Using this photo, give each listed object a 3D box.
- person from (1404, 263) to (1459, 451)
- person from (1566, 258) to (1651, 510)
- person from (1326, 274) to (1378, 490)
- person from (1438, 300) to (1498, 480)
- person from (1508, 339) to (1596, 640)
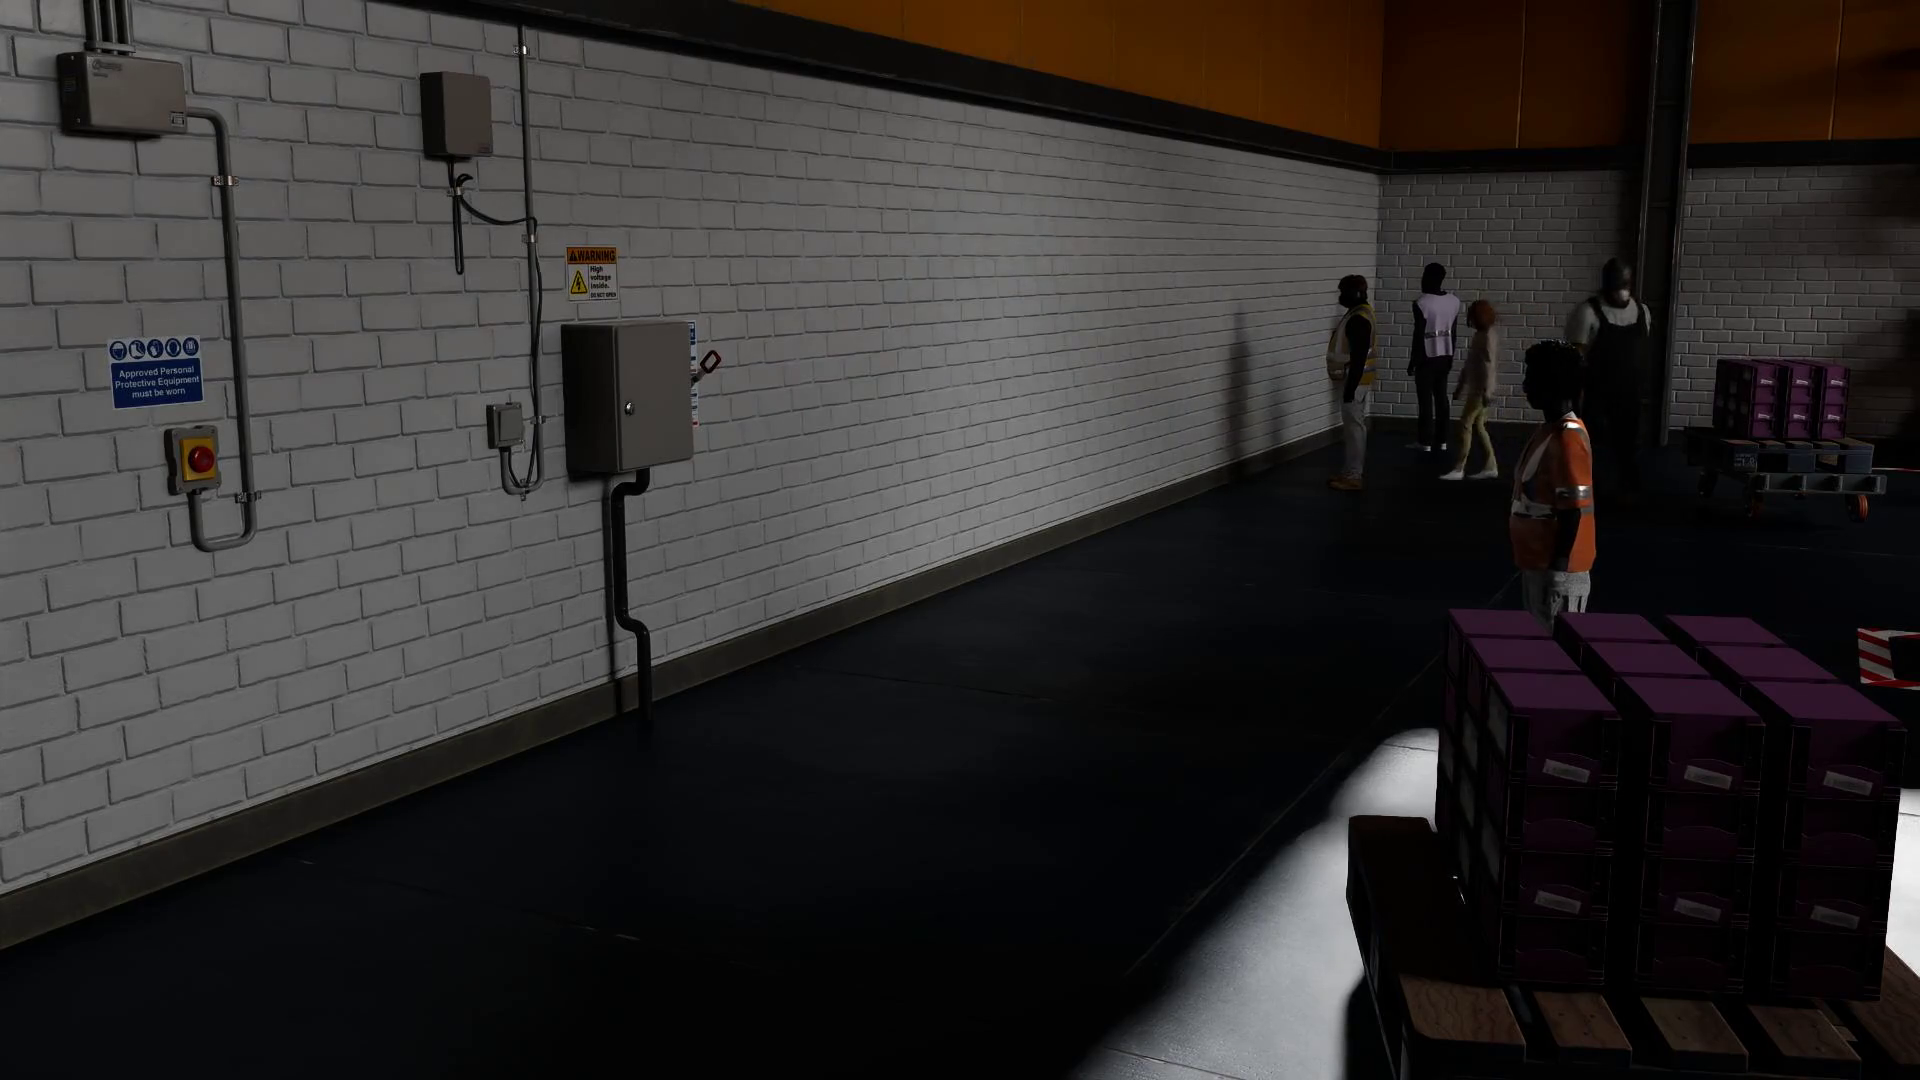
[{"bbox_3d":[4.831,-1.864,17.053,0.602,1.926,0.387,-6,11,-31],"label":"person"},{"bbox_3d":[5.118,-1.251,13.118,0.709,2.000,0.996,-1,10,-6],"label":"person"},{"bbox_3d":[3.353,-1.350,14.276,0.429,1.842,0.626,2,10,12],"label":"person"},{"bbox_3d":[4.565,-1.312,14.772,0.541,1.595,0.529,2,10,9],"label":"person"},{"bbox_3d":[2.263,0.081,6.388,0.317,1.698,0.540,2,10,11],"label":"person"}]
